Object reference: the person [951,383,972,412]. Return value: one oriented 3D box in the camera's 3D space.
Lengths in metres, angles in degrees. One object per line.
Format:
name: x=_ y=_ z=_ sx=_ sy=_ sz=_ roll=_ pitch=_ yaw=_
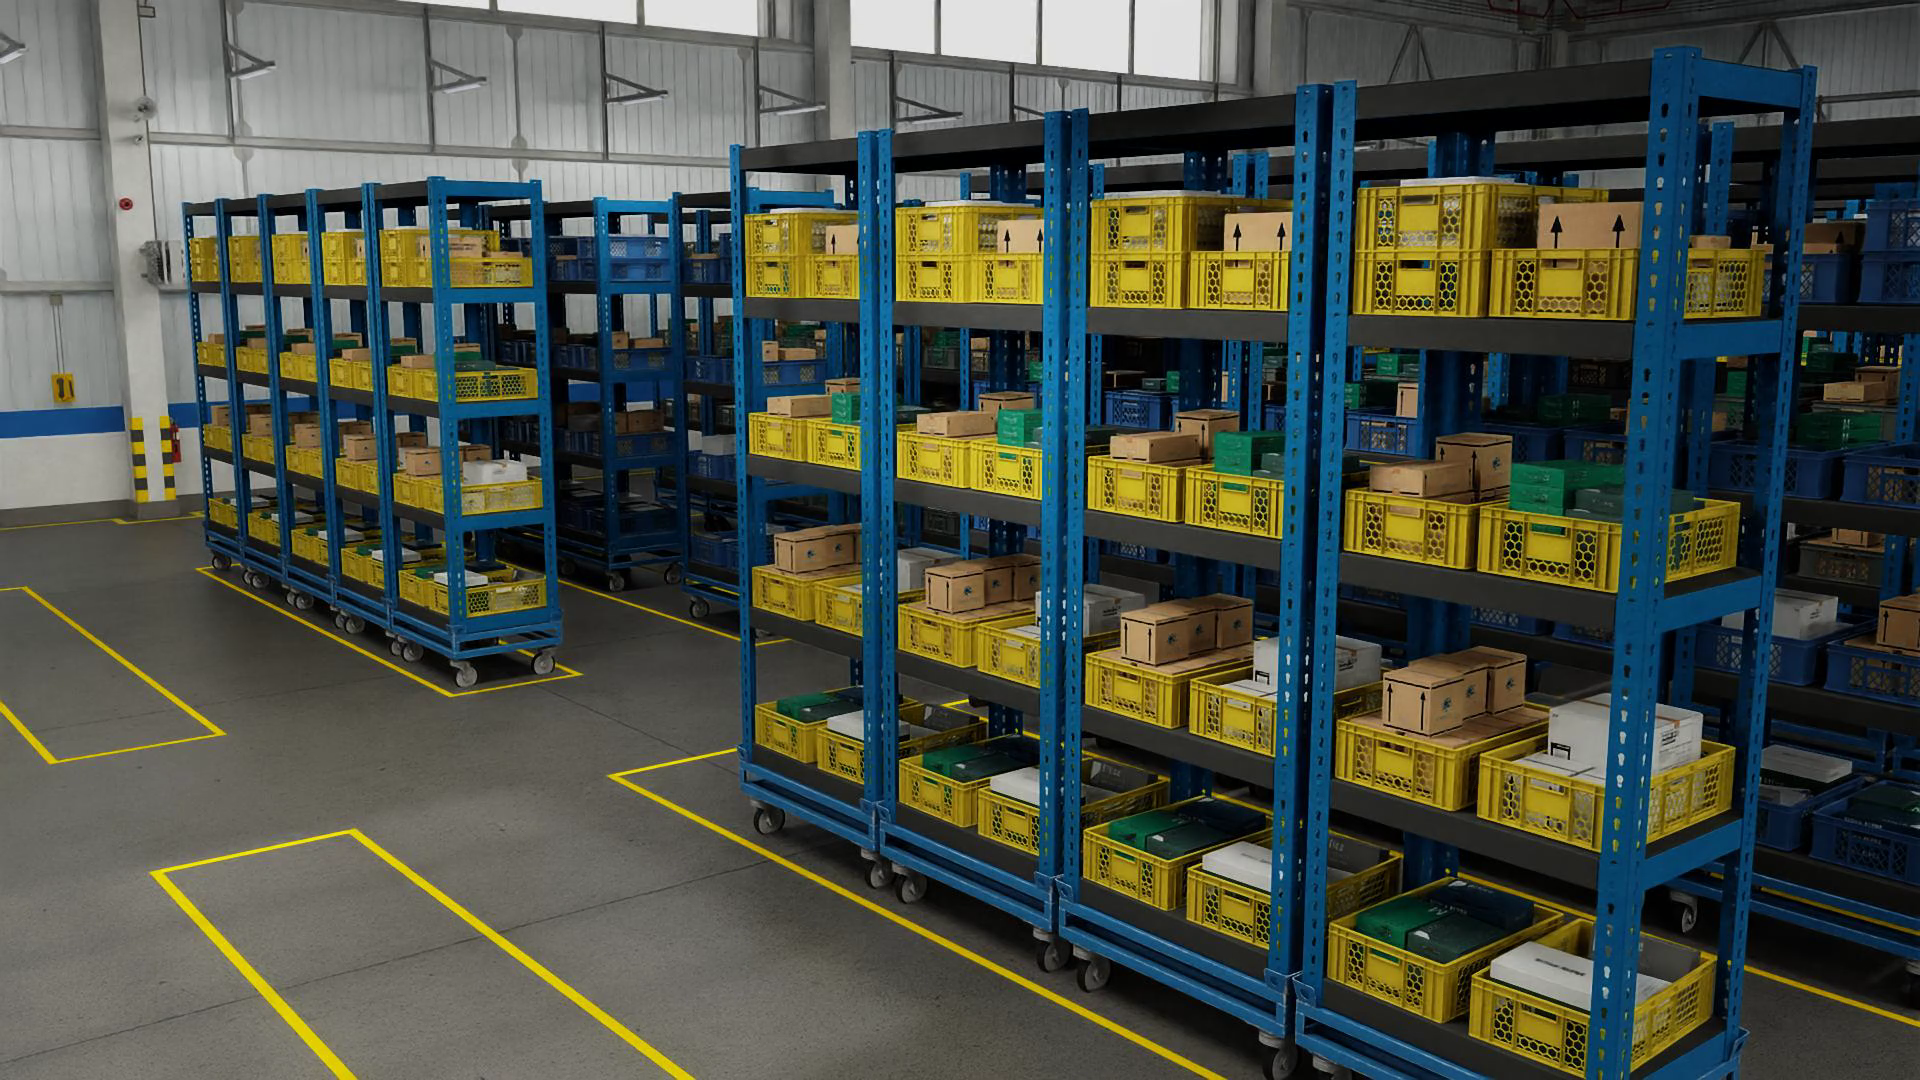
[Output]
person: x=-0.014 y=-0.830 z=17.778 sx=0.577 sy=1.819 sz=0.719 roll=-9 pitch=13 yaw=-42
